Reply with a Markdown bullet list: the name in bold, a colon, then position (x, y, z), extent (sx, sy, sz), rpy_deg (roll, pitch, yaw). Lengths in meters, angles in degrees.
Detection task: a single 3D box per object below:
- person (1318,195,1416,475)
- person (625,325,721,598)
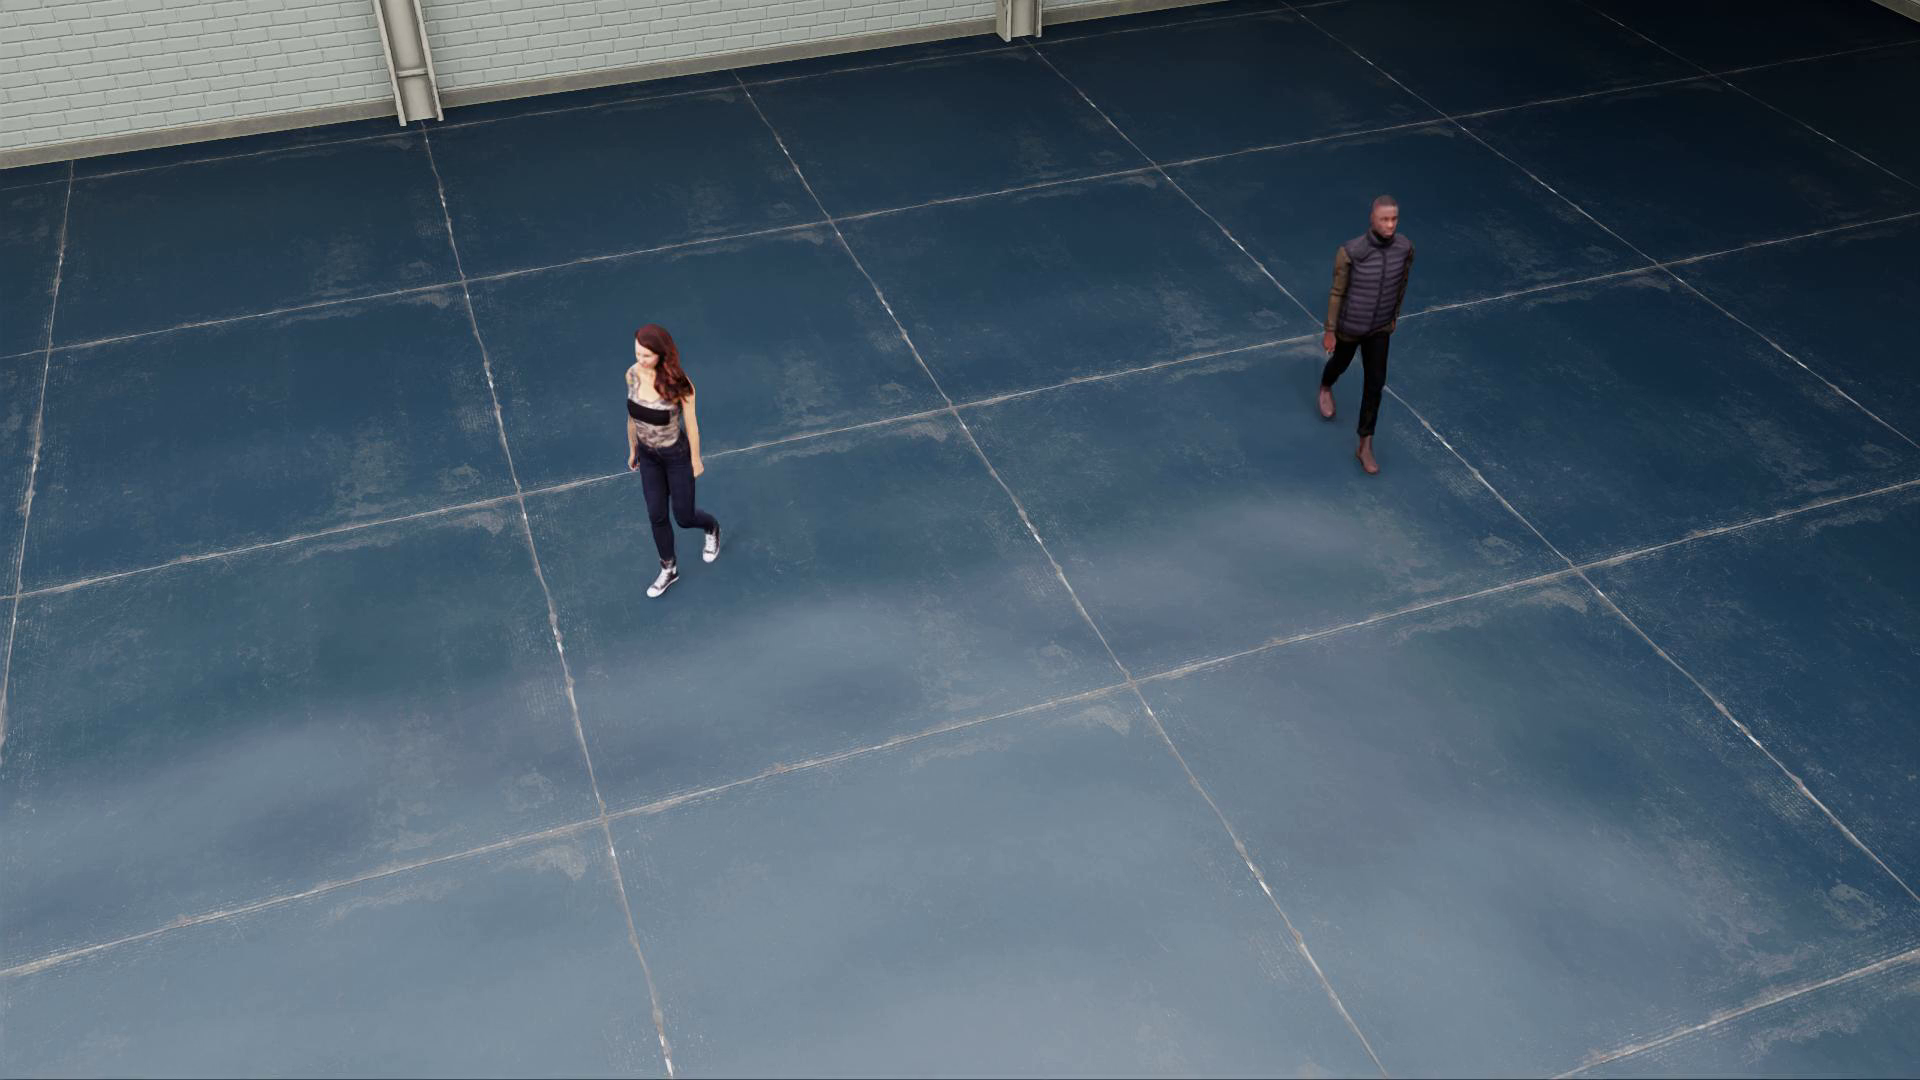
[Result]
- **person**: position (2.585, -1.434, 10.842), extent (1.192, 1.789, 0.927), rpy_deg (-6, 38, -7)
- **person**: position (-1.673, -0.505, 9.678), extent (0.881, 1.761, 0.951), rpy_deg (18, 41, 22)
